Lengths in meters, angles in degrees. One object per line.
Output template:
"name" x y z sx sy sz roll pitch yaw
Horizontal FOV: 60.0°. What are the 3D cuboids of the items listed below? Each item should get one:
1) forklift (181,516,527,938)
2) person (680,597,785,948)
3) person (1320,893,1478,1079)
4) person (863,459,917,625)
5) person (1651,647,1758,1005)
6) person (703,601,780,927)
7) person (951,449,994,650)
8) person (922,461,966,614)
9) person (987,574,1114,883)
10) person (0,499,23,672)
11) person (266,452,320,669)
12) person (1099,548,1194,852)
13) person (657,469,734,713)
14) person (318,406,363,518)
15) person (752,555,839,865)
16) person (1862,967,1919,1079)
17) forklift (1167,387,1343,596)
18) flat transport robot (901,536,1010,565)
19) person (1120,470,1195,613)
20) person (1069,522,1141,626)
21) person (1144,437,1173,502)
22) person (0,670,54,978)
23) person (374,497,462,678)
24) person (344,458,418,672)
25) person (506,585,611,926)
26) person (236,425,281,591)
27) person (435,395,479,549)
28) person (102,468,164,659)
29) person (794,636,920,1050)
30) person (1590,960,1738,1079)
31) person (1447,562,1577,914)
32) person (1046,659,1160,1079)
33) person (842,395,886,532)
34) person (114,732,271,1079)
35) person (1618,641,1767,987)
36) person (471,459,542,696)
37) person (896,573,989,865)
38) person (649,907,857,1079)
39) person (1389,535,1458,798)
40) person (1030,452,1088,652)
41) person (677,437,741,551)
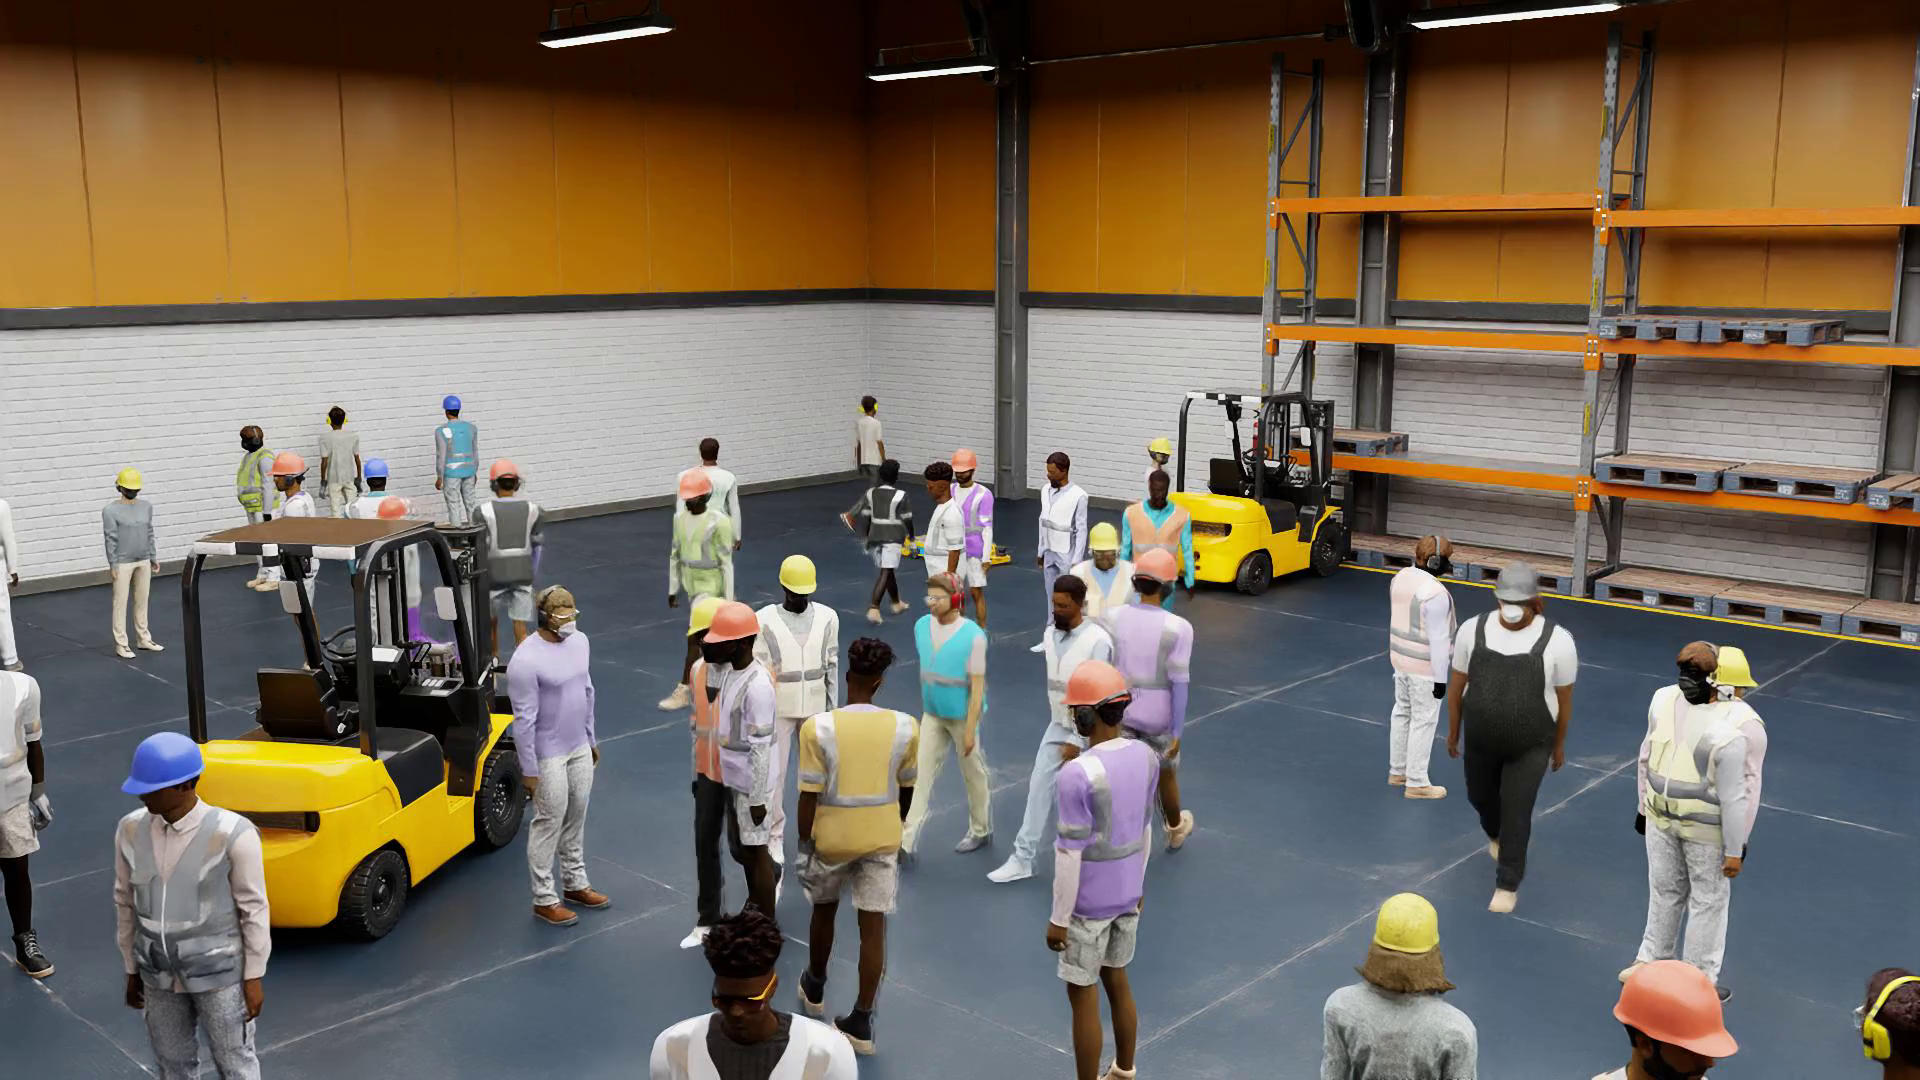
"forklift" -3.583 0.976 9.748 1.214 2.155 2.313 2 10 11
"person" -1.257 1.253 9.075 0.611 1.896 0.660 7 12 34
"person" 1.402 1.980 5.344 0.491 1.745 0.339 5 11 27
"person" -0.741 0.010 16.816 0.533 1.652 0.905 7 12 33
"person" 3.708 1.418 8.304 0.403 1.818 0.605 -2 10 -11
"person" -1.160 1.268 8.856 0.387 1.929 0.547 -4 11 -20
"person" 0.045 0.107 15.461 0.545 1.930 0.387 7 12 33
"person" -0.135 0.295 14.299 0.380 1.958 0.602 -1 10 -7
"person" 0.694 1.110 9.951 1.027 1.862 0.588 -8 13 -38
"person" -8.606 0.275 14.628 0.573 1.883 0.357 -4 11 -21
"person" -5.677 0.267 14.219 0.374 2.044 0.607 -3 10 -16
"person" 1.147 1.029 10.058 0.616 1.981 1.062 5 11 25
"person" -2.123 0.378 13.757 0.631 1.998 0.997 8 13 39
"person" -7.509 -0.688 20.151 0.538 1.869 0.312 -9 13 -41
"person" -1.004 1.029 10.233 0.584 1.919 0.375 -5 11 -25
"person" 2.493 2.065 4.510 0.506 1.864 0.331 -2 10 -9
"forklift" 3.298 -0.608 18.767 1.214 2.155 2.313 9 13 42
"flat transport robot" -0.110 0.113 20.138 0.652 0.197 1.431 -9 13 -40
"person" 1.706 0.338 14.307 0.630 1.865 0.977 0 10 0
"person" 1.087 0.725 12.342 0.609 1.791 0.906 0 10 1
"person" 2.103 -0.221 17.791 0.329 1.765 0.527 3 10 15
"person" -4.955 1.316 8.465 0.367 1.966 0.606 9 14 42
"person" -4.648 0.464 14.043 0.757 1.716 0.552 -5 11 -28
"person" -5.077 0.248 14.633 0.605 1.939 0.415 -2 10 -11
"person" -2.248 1.190 9.304 0.381 1.929 0.636 4 11 23
"person" -7.745 -0.359 18.384 0.430 1.836 0.626 -9 13 -40
"person" -6.270 -0.831 20.736 0.388 1.949 0.603 8 13 37
"person" -7.651 0.202 15.403 0.337 1.759 0.525 5 11 24
"person" -0.529 1.410 8.038 0.631 1.925 0.868 -3 10 -16
"person" 1.822 2.040 4.464 0.548 1.934 0.381 -6 11 -29
"person" 3.210 1.061 9.705 0.691 2.000 0.885 6 12 31
"person" 0.588 1.515 7.162 0.403 2.031 0.614 8 13 40
"person" -1.188 -1.015 22.142 0.845 1.821 0.569 -8 13 -37
"person" -2.991 1.676 6.487 0.606 1.940 0.408 1 10 8
"person" 3.650 1.405 8.314 0.430 1.845 0.623 -6 12 -31
"person" -3.821 0.325 13.991 0.633 2.003 0.808 -6 12 -30
"person" -0.130 1.101 10.147 0.593 1.796 0.935 9 13 41
"person" -0.586 1.975 4.752 0.601 1.958 0.381 1 10 4
"person" 3.177 0.868 11.420 0.429 1.830 0.635 -2 10 -13
"person" 0.941 0.130 15.370 0.391 1.913 0.588 -8 13 -37
"person" -2.478 -0.067 16.579 0.633 1.874 0.621 1 10 7
